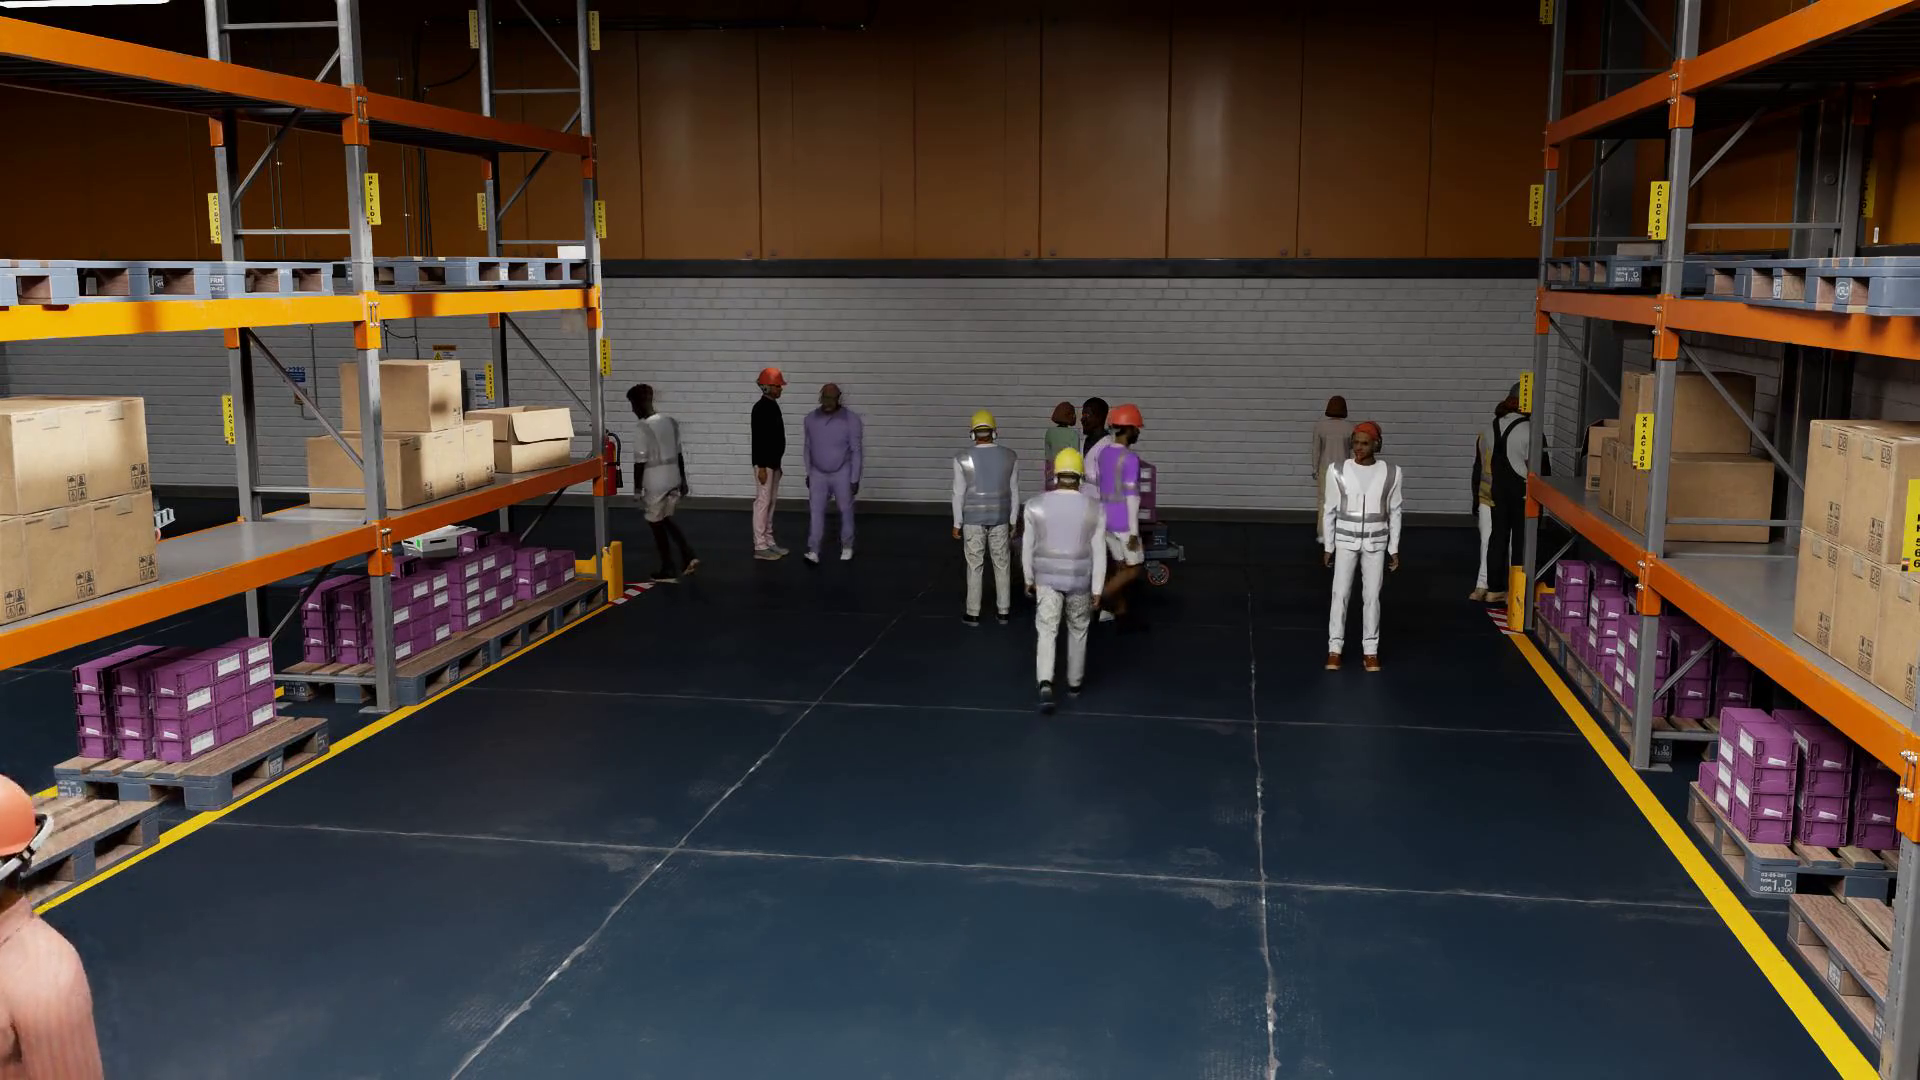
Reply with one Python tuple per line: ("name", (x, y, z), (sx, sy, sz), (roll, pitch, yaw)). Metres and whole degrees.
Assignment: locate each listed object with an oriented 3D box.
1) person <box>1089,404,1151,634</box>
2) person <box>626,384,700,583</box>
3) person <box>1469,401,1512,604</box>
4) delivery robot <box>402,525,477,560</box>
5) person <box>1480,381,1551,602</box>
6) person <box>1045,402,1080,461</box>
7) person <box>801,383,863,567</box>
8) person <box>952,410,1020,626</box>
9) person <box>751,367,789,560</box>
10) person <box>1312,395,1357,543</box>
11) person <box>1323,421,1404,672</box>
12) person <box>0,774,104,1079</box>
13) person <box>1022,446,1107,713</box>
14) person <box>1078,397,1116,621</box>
("person", (1.268, -0.148, 13.543), (0.635, 1.915, 0.551), (-4, 10, -24))
("person", (-2.867, -0.530, 15.853), (0.501, 1.931, 0.682), (5, 10, 28))
("person", (4.899, -0.339, 14.959), (0.625, 1.840, 0.430), (7, 12, 37))
("delivery robot", (-5.150, 0.010, 16.466), (0.477, 0.478, 0.707), (8, 12, 41))
("person", (4.998, -0.421, 14.846), (0.537, 2.000, 0.678), (-4, 10, -25))
("person", (1.090, -0.627, 17.365), (0.286, 1.633, 0.499), (-8, 12, -41))
("person", (-1.312, -0.659, 16.897), (0.661, 1.850, 1.002), (2, 9, 12))
("person", (0.211, -0.180, 14.031), (0.587, 1.822, 0.403), (-2, 9, -13))
("person", (-1.975, -0.800, 17.325), (0.395, 1.993, 0.614), (2, 9, 11))
("person", (4.106, -0.766, 18.223), (0.505, 1.633, 0.279), (3, 10, 16))
("person", (3.000, 0.050, 12.429), (0.575, 1.882, 0.360), (2, 9, 10))
("person", (-2.008, 1.426, 3.716), (0.973, 1.964, 0.625), (-9, 13, -43))
("person", (0.709, 0.262, 11.383), (0.590, 1.807, 0.862), (1, 9, 6))
("person", (1.178, -0.261, 14.238), (0.392, 1.920, 0.589), (-3, 10, -20))
